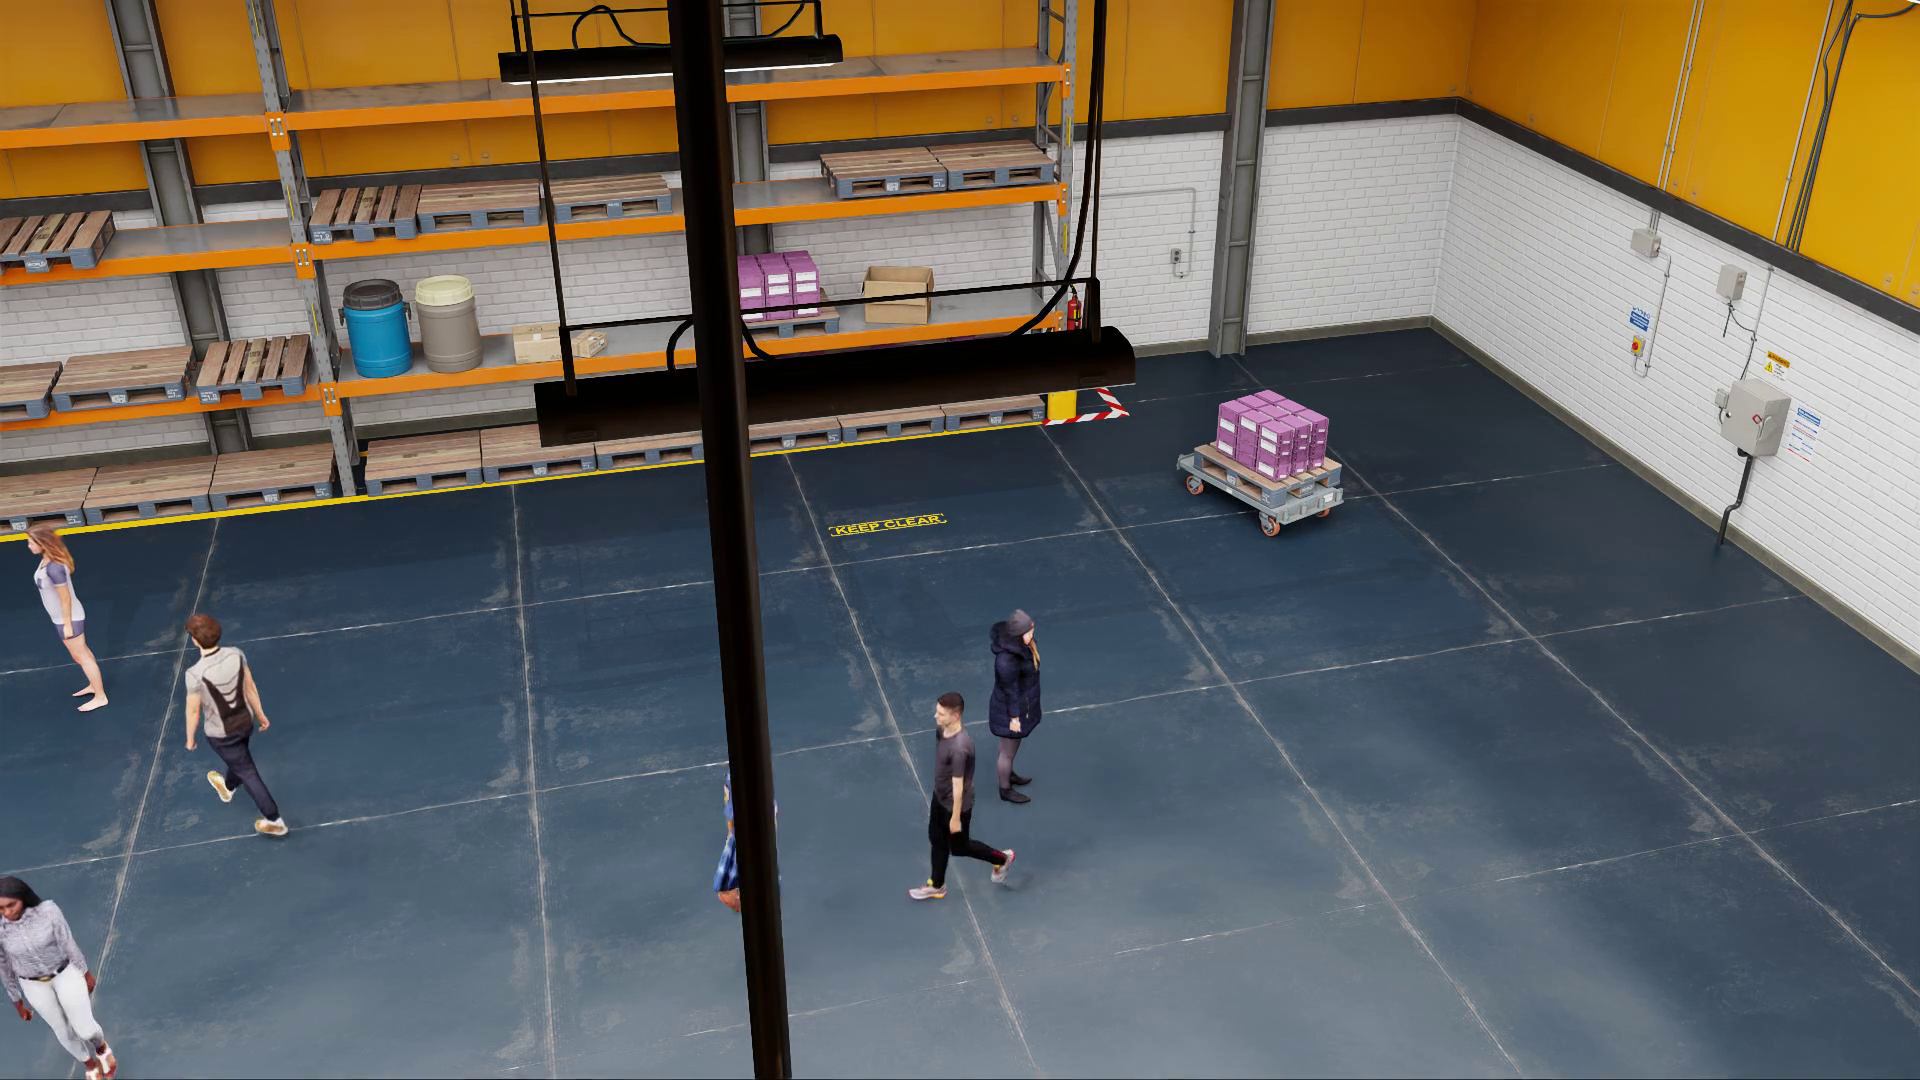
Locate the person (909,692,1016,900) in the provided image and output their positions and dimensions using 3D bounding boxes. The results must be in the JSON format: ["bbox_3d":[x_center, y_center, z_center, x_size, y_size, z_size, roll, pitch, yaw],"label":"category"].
[{"bbox_3d":[0.025,1.828,11.815,1.024,1.745,0.686,-9,30,-16],"label":"person"}]

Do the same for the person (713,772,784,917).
[{"bbox_3d":[-1.348,2.122,11.228,0.817,1.793,0.858,22,35,34],"label":"person"}]

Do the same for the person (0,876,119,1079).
[{"bbox_3d":[-5.610,2.695,10.272,0.577,1.703,0.702,-13,31,-22],"label":"person"}]

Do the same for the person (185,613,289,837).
[{"bbox_3d":[-5.389,1.431,12.438,1.244,1.847,1.190,16,32,27],"label":"person"}]

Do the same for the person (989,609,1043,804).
[{"bbox_3d":[0.407,1.272,12.910,0.775,1.673,0.765,3,29,6],"label":"person"}]

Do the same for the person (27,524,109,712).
[{"bbox_3d":[-7.513,0.636,14.017,0.638,1.730,0.664,-17,33,-28],"label":"person"}]
